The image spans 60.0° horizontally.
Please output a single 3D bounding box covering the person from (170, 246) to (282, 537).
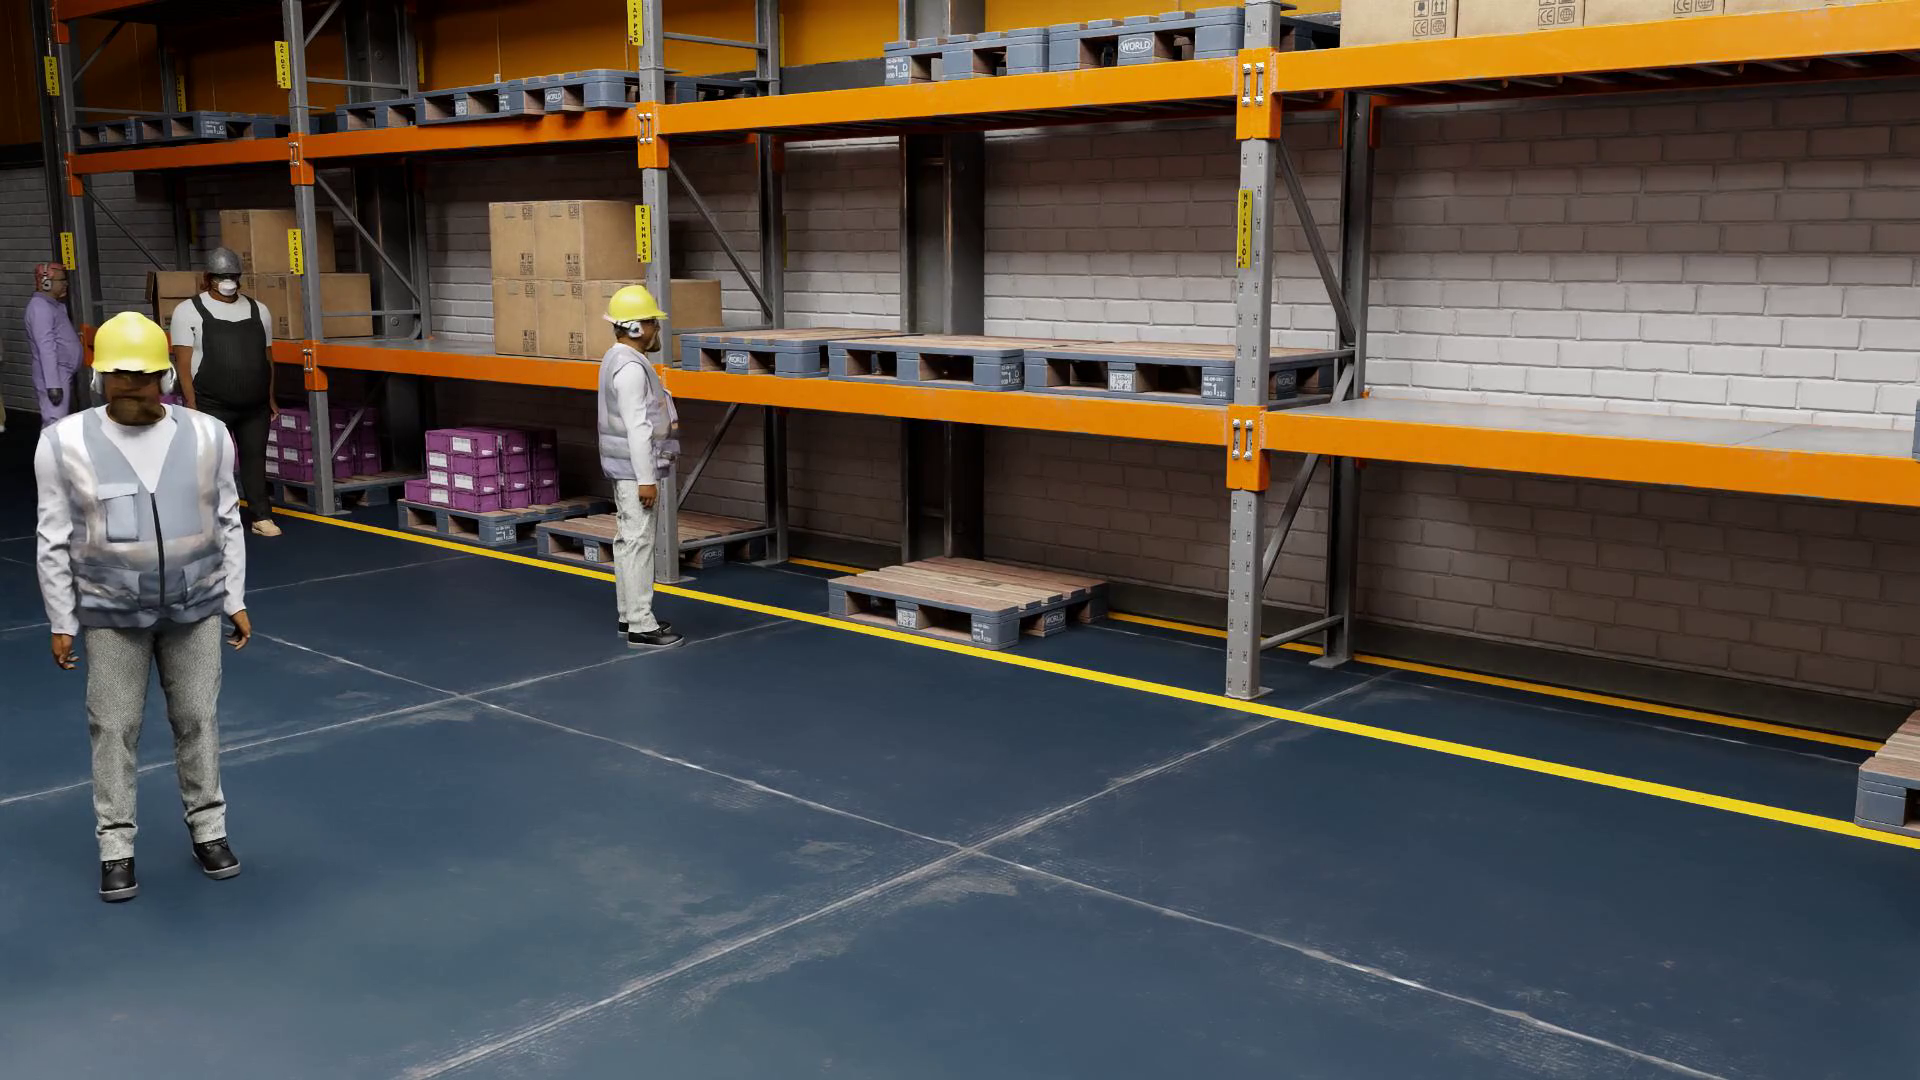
[{"bbox_3d":[-5.029,-1.008,11.520,0.538,2.000,0.684,10,14,43],"label":"person"}]

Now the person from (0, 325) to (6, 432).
[{"bbox_3d":[-10.719,-1.972,18.163,0.498,1.634,0.282,-8,13,-40],"label":"person"}]

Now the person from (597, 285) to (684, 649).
[{"bbox_3d":[-1.626,-0.369,8.463,0.403,1.837,0.590,-3,11,-19],"label":"person"}]

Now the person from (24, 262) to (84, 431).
[{"bbox_3d":[-7.355,-1.299,13.572,0.400,1.903,0.644,-5,11,-25],"label":"person"}]

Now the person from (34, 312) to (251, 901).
[{"bbox_3d":[-2.540,0.203,5.224,0.600,1.827,0.404,-7,12,-36],"label":"person"}]
